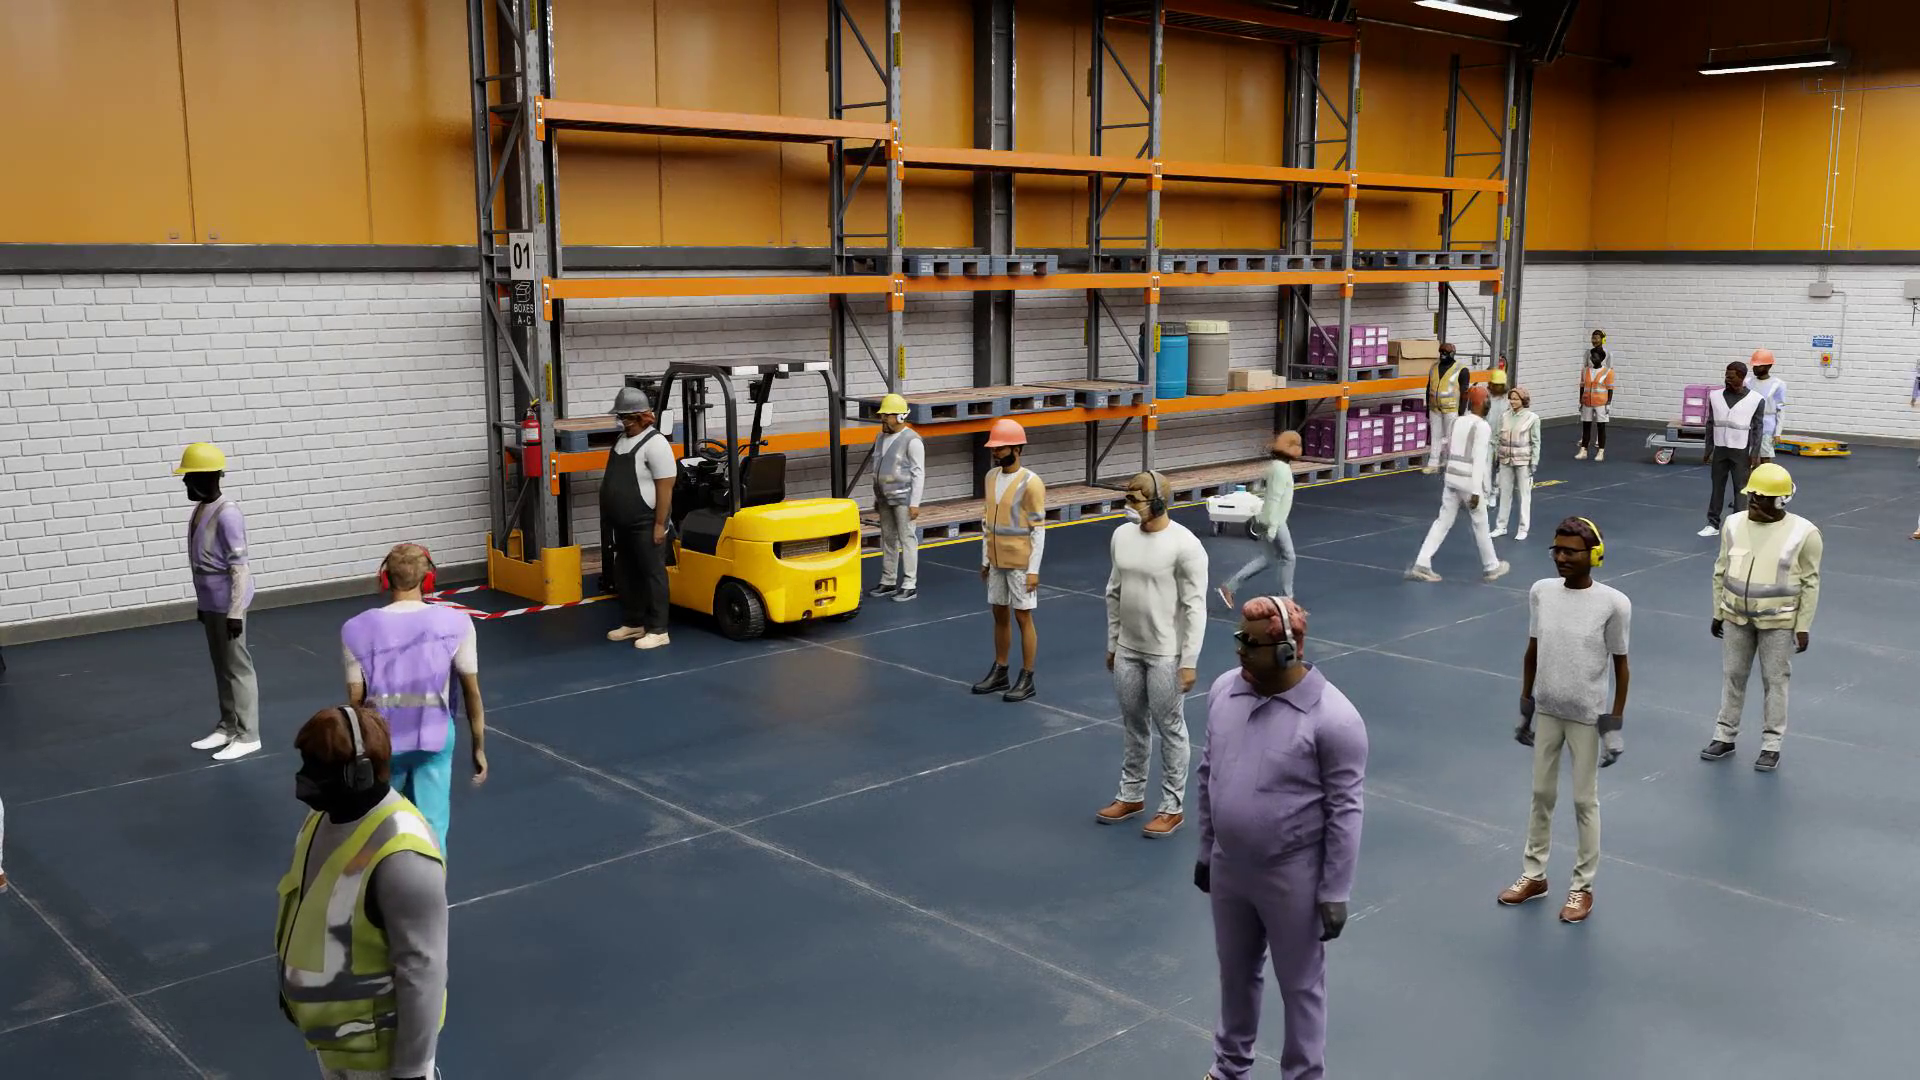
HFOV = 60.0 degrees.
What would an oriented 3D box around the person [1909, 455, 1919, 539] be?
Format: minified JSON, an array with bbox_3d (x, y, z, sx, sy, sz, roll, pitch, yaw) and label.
[{"bbox_3d":[10.477,-0.903,17.691,0.336,1.864,0.521,-8,13,-40],"label":"person"}]

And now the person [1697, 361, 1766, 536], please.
[{"bbox_3d":[8.314,-0.964,17.895,0.399,1.916,0.590,-8,13,-40],"label":"person"}]

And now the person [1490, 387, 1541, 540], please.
[{"bbox_3d":[5.968,-0.820,17.846,0.314,1.641,0.515,-8,13,-40],"label":"person"}]

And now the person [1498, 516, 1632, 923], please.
[{"bbox_3d":[2.791,0.812,7.621,0.336,1.873,0.521,-8,13,-40],"label":"person"}]

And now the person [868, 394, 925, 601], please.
[{"bbox_3d":[-0.569,-0.377,14.691,0.404,1.834,0.591,-8,13,-40],"label":"person"}]

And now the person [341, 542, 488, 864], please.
[{"bbox_3d":[-2.372,0.927,7.230,0.585,1.791,0.873,-2,10,-12],"label":"person"}]

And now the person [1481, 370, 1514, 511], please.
[{"bbox_3d":[6.392,-1.192,19.876,0.497,1.675,0.946,3,10,15],"label":"person"}]

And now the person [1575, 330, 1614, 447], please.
[{"bbox_3d":[10.153,-2.420,26.544,0.336,1.873,0.521,-8,13,-40],"label":"person"}]

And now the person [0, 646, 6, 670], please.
[{"bbox_3d":[-7.227,0.020,12.079,0.376,1.934,0.546,-8,13,-40],"label":"person"}]

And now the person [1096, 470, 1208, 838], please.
[{"bbox_3d":[1.009,0.590,8.736,0.379,1.937,0.629,-8,13,-40],"label":"person"}]

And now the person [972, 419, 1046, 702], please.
[{"bbox_3d":[0.334,0.138,11.372,0.375,1.939,0.546,-8,13,-40],"label":"person"}]

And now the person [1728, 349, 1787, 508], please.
[{"bbox_3d":[9.557,-1.318,19.910,0.376,1.934,0.546,-8,13,-40],"label":"person"}]

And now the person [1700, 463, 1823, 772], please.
[{"bbox_3d":[4.744,0.451,9.861,0.404,1.828,0.591,-8,13,-40],"label":"person"}]

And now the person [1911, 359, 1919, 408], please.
[{"bbox_3d":[14.256,-2.106,24.303,0.982,1.998,0.643,-9,13,-42],"label":"person"}]

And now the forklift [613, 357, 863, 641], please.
[{"bbox_3d":[-1.847,-0.414,13.852,1.214,2.155,2.313,-9,13,-42],"label":"forklift"}]

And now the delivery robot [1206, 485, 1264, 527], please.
[{"bbox_3d":[3.030,-0.348,17.984,0.707,0.478,0.477,3,10,19],"label":"delivery robot"}]

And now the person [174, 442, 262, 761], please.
[{"bbox_3d":[-4.486,0.367,10.062,0.384,1.928,0.588,-8,13,-40],"label":"person"}]

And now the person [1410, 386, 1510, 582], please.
[{"bbox_3d":[4.698,-0.511,15.499,1.012,1.831,0.625,-3,10,-19],"label":"person"}]

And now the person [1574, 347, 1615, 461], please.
[{"bbox_3d":[9.435,-2.019,24.700,0.322,1.697,0.535,-8,13,-40],"label":"person"}]

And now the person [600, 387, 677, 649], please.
[{"bbox_3d":[-2.527,-0.180,12.931,0.536,2.000,0.680,-8,13,-40],"label":"person"}]

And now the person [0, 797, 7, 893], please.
[{"bbox_3d":[-4.758,0.747,7.815,0.379,1.937,0.629,-8,13,-40],"label":"person"}]

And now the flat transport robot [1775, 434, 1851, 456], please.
[{"bbox_3d":[12.949,-1.472,25.670,0.652,0.197,1.431,-2,10,-14],"label":"flat transport robot"}]

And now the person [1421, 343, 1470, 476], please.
[{"bbox_3d":[6.727,-1.811,23.067,0.430,1.845,0.624,-8,13,-40],"label":"person"}]

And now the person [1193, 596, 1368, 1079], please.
[{"bbox_3d":[1.050,1.125,5.697,0.400,1.905,0.643,-8,13,-40],"label":"person"}]

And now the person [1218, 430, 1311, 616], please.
[{"bbox_3d":[2.578,-0.140,14.008,0.729,1.596,0.535,0,10,2],"label":"person"}]

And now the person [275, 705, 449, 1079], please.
[{"bbox_3d":[-1.629,1.349,4.566,0.430,1.845,0.624,-8,13,-40],"label":"person"}]
